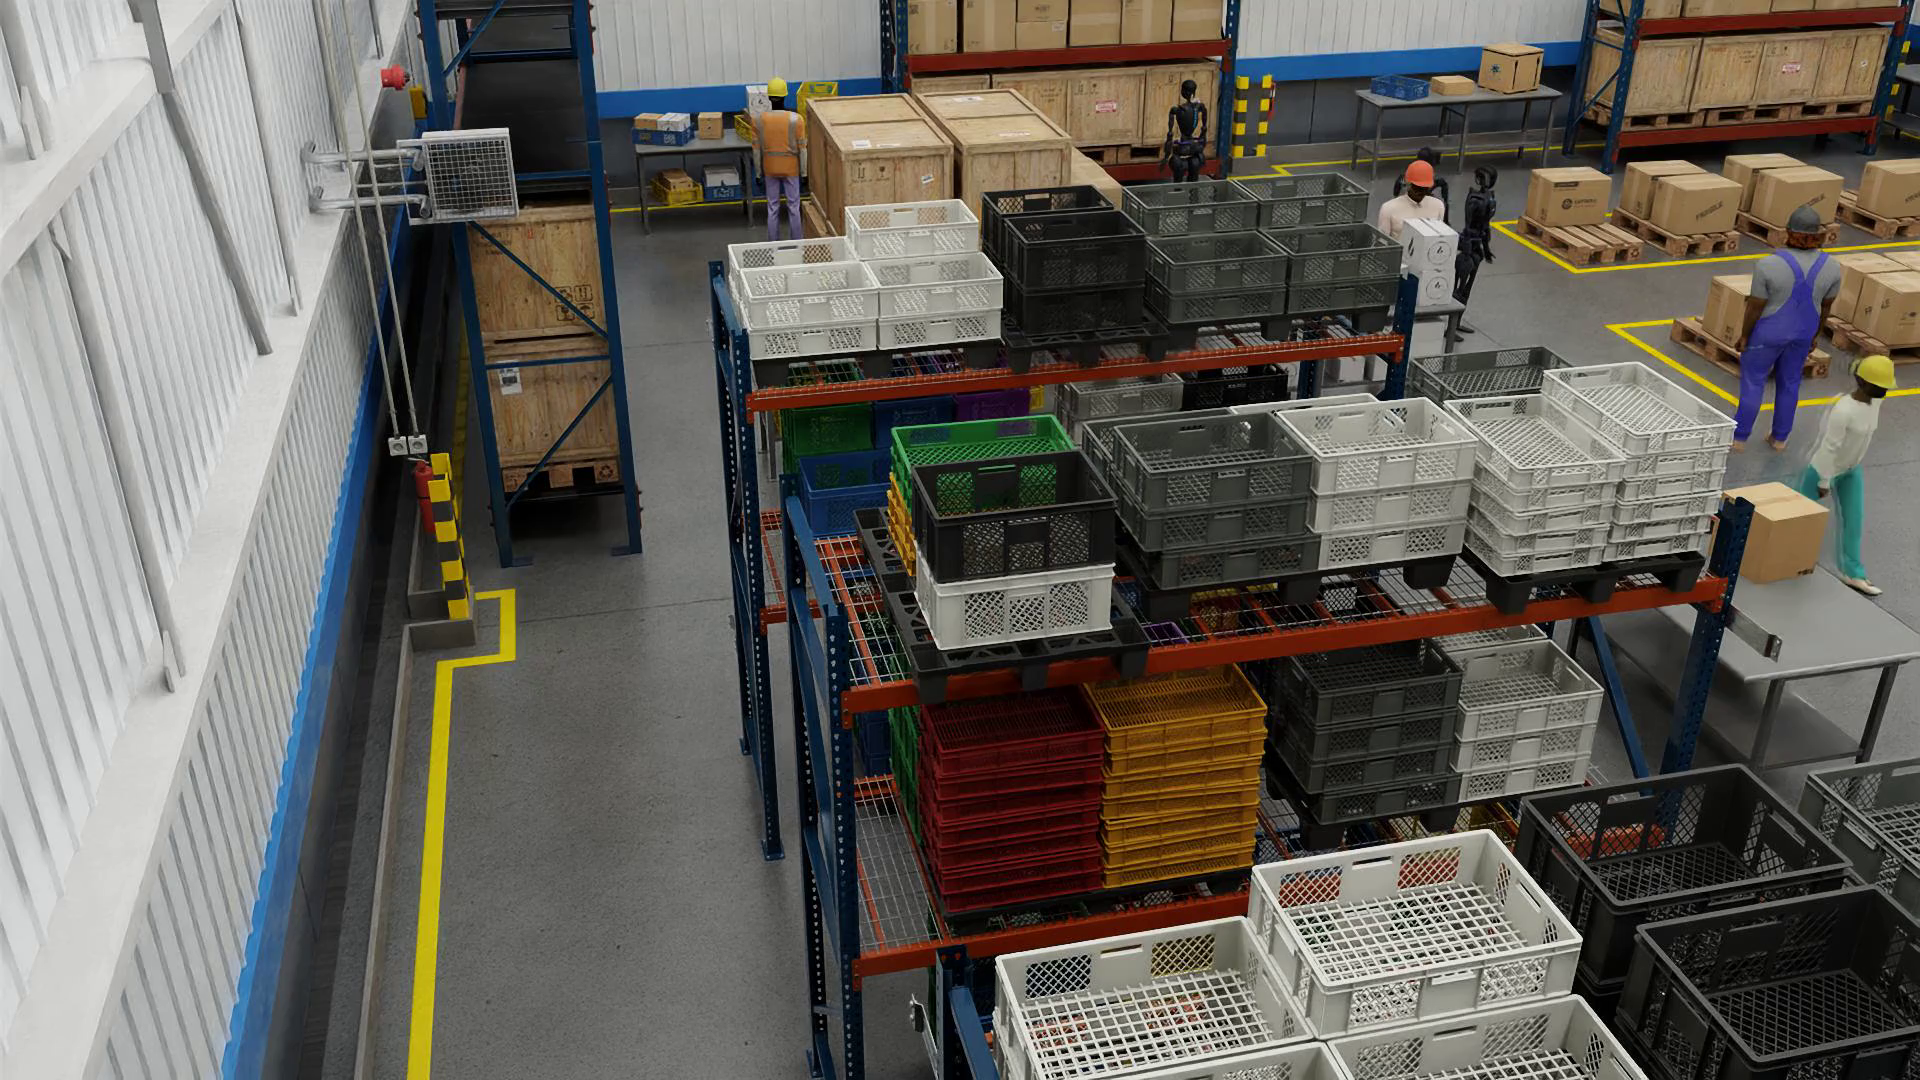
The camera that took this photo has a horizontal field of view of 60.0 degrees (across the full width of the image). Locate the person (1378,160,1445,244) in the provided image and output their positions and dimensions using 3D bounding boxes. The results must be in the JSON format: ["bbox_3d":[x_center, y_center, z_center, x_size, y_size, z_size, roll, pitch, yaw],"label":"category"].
[{"bbox_3d":[3.954,-2.386,14.739,0.615,1.986,0.405,-5,28,-9],"label":"person"}]

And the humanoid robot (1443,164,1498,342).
[{"bbox_3d":[4.839,-2.721,15.682,0.324,1.657,0.602,20,34,33],"label":"humanoid robot"}]

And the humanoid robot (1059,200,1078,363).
[{"bbox_3d":[0.955,-2.275,14.871,0.368,1.631,0.654,-8,29,-15],"label":"humanoid robot"}]

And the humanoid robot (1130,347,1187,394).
[{"bbox_3d":[1.571,-0.931,12.355,0.766,1.609,0.574,-12,30,-21],"label":"humanoid robot"}]

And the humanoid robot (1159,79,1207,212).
[{"bbox_3d":[2.548,-4.356,18.786,0.601,1.657,0.323,-15,31,-26],"label":"humanoid robot"}]

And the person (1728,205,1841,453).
[{"bbox_3d":[6.566,-1.695,13.364,0.685,2.000,0.536,0,28,-1],"label":"person"}]

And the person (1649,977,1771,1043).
[{"bbox_3d":[2.655,2.237,6.071,0.572,1.883,0.359,19,33,31],"label":"person"}]

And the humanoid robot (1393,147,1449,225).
[{"bbox_3d":[4.481,-3.040,16.305,0.587,1.650,0.424,17,32,29],"label":"humanoid robot"}]

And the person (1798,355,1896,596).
[{"bbox_3d":[6.026,-0.521,11.474,0.537,1.708,0.939,-15,31,-26],"label":"person"}]

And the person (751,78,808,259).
[{"bbox_3d":[-1.912,-3.954,17.770,0.584,1.928,0.365,1,28,2],"label":"person"}]
